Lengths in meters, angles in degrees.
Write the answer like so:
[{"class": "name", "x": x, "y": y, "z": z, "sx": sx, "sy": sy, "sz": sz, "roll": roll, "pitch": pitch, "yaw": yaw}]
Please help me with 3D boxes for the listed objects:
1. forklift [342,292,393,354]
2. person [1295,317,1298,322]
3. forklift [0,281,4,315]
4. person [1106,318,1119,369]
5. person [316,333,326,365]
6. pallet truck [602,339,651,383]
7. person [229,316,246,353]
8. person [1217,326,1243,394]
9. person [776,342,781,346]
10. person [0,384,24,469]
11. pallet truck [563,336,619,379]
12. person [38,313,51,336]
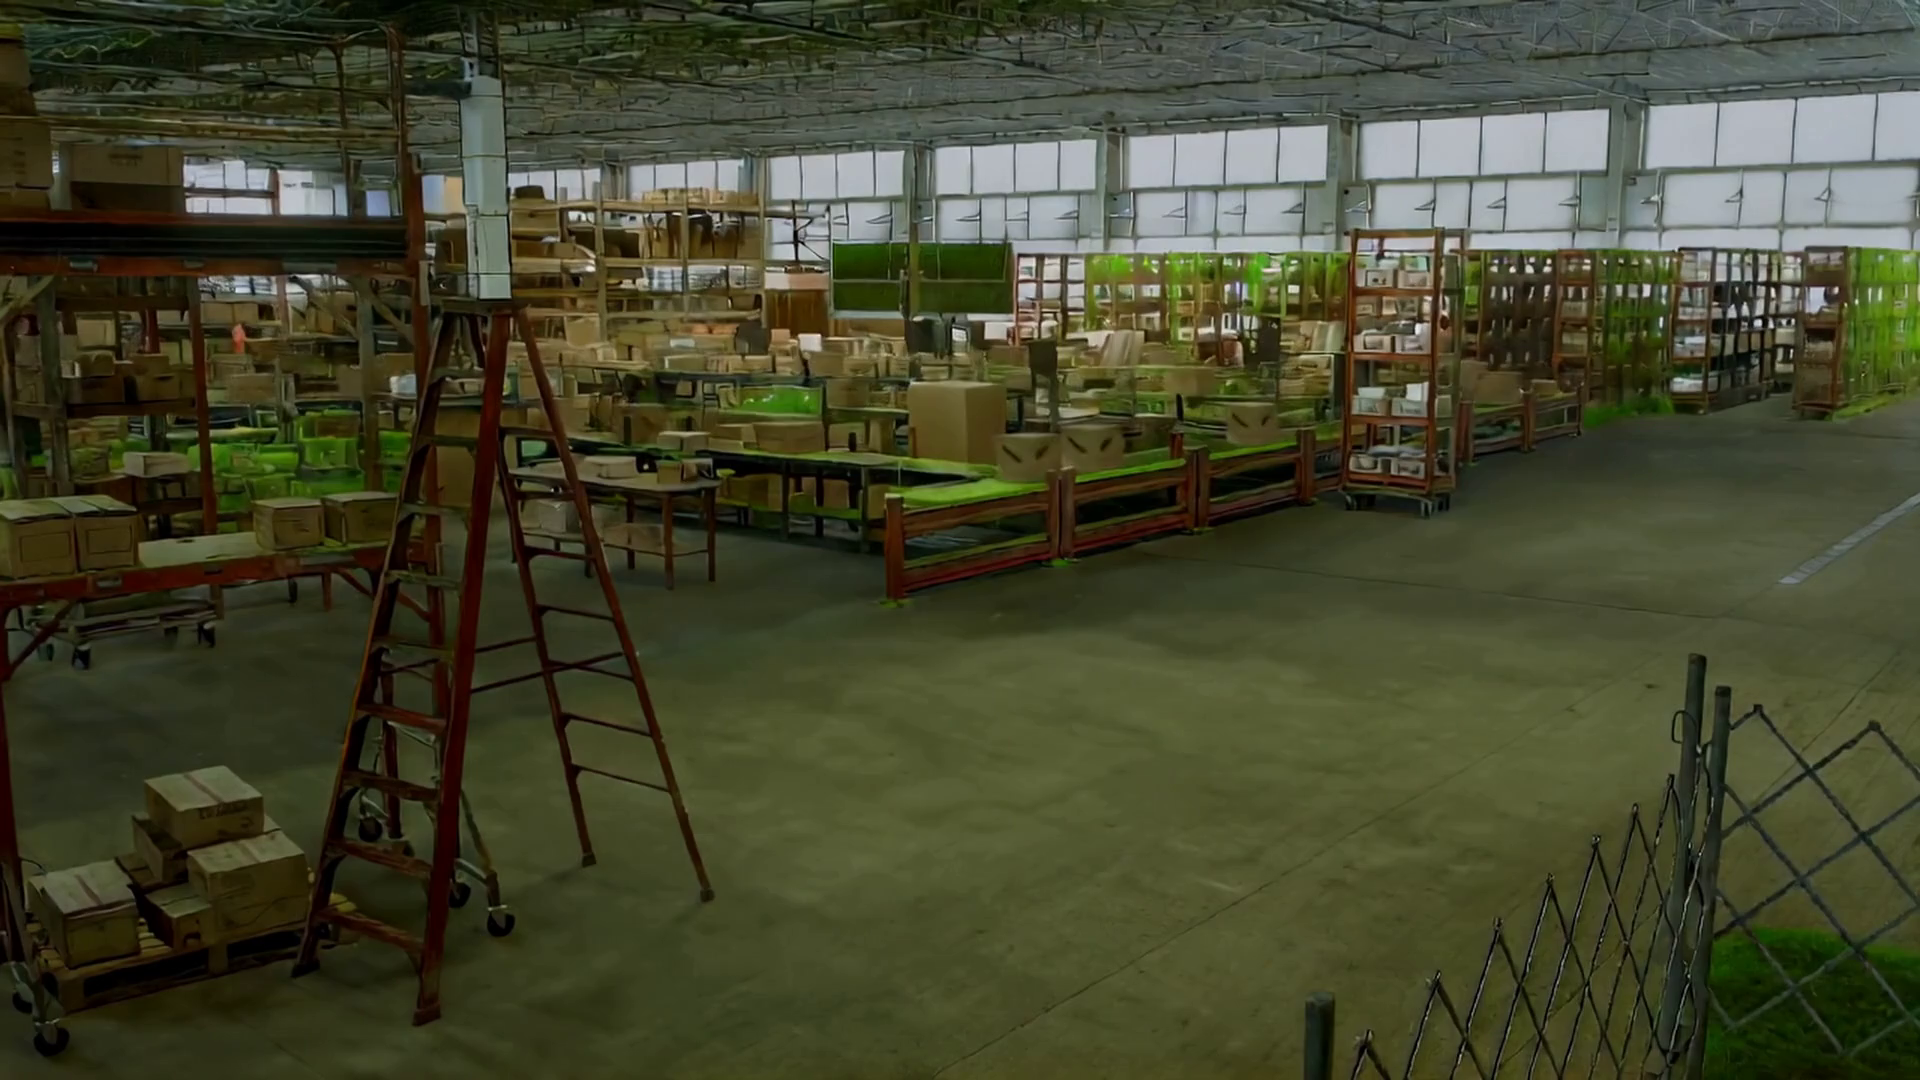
[{"class": "forklift", "x": -16.485, "y": -5.622, "z": 45.120, "sx": 1.129, "sy": 2.768, "sz": 1.873, "roll": 7, "pitch": 11, "yaw": 37}, {"class": "person", "x": 10.279, "y": -6.050, "z": 50.594, "sx": 0.415, "sy": 1.985, "sz": 0.611, "roll": 7, "pitch": 11, "yaw": 37}, {"class": "forklift", "x": -26.428, "y": -5.651, "z": 45.302, "sx": 1.873, "sy": 2.768, "sz": 1.129, "roll": 3, "pitch": 9, "yaw": 16}, {"class": "person", "x": 3.848, "y": -4.770, "z": 42.884, "sx": 0.565, "sy": 1.890, "sz": 0.649, "roll": 9, "pitch": 13, "yaw": 43}, {"class": "person", "x": -17.720, "y": -5.164, "z": 46.253, "sx": 0.804, "sy": 1.608, "sz": 0.502, "roll": -5, "pitch": 10, "yaw": -27}, {"class": "pallet truck", "x": -8.991, "y": -4.871, "z": 45.351, "sx": 0.653, "sy": 1.274, "sz": 1.630, "roll": 7, "pitch": 11, "yaw": 37}, {"class": "person", "x": -19.100, "y": -4.973, "z": 44.059, "sx": 0.396, "sy": 1.919, "sz": 0.644, "roll": -6, "pitch": 11, "yaw": -33}, {"class": "person", "x": 6.167, "y": -3.955, "z": 37.977, "sx": 0.600, "sy": 1.829, "sz": 0.404, "roll": 3, "pitch": 10, "yaw": 17}, {"class": "person", "x": -7.684, "y": -8.982, "z": 69.721, "sx": 0.485, "sy": 1.708, "sz": 0.546, "roll": 8, "pitch": 12, "yaw": 41}, {"class": "person", "x": -11.485, "y": -1.017, "z": 20.009, "sx": 0.536, "sy": 1.714, "sz": 0.930, "roll": 0, "pitch": 9, "yaw": -1}, {"class": "pallet truck", "x": -10.690, "y": -5.294, "z": 48.215, "sx": 1.601, "sy": 1.201, "sz": 0.680, "roll": -5, "pitch": 10, "yaw": -26}, {"class": "person", "x": -30.430, "y": -6.735, "z": 55.083, "sx": 0.882, "sy": 1.905, "sz": 0.578, "roll": -8, "pitch": 12, "yaw": -41}]
